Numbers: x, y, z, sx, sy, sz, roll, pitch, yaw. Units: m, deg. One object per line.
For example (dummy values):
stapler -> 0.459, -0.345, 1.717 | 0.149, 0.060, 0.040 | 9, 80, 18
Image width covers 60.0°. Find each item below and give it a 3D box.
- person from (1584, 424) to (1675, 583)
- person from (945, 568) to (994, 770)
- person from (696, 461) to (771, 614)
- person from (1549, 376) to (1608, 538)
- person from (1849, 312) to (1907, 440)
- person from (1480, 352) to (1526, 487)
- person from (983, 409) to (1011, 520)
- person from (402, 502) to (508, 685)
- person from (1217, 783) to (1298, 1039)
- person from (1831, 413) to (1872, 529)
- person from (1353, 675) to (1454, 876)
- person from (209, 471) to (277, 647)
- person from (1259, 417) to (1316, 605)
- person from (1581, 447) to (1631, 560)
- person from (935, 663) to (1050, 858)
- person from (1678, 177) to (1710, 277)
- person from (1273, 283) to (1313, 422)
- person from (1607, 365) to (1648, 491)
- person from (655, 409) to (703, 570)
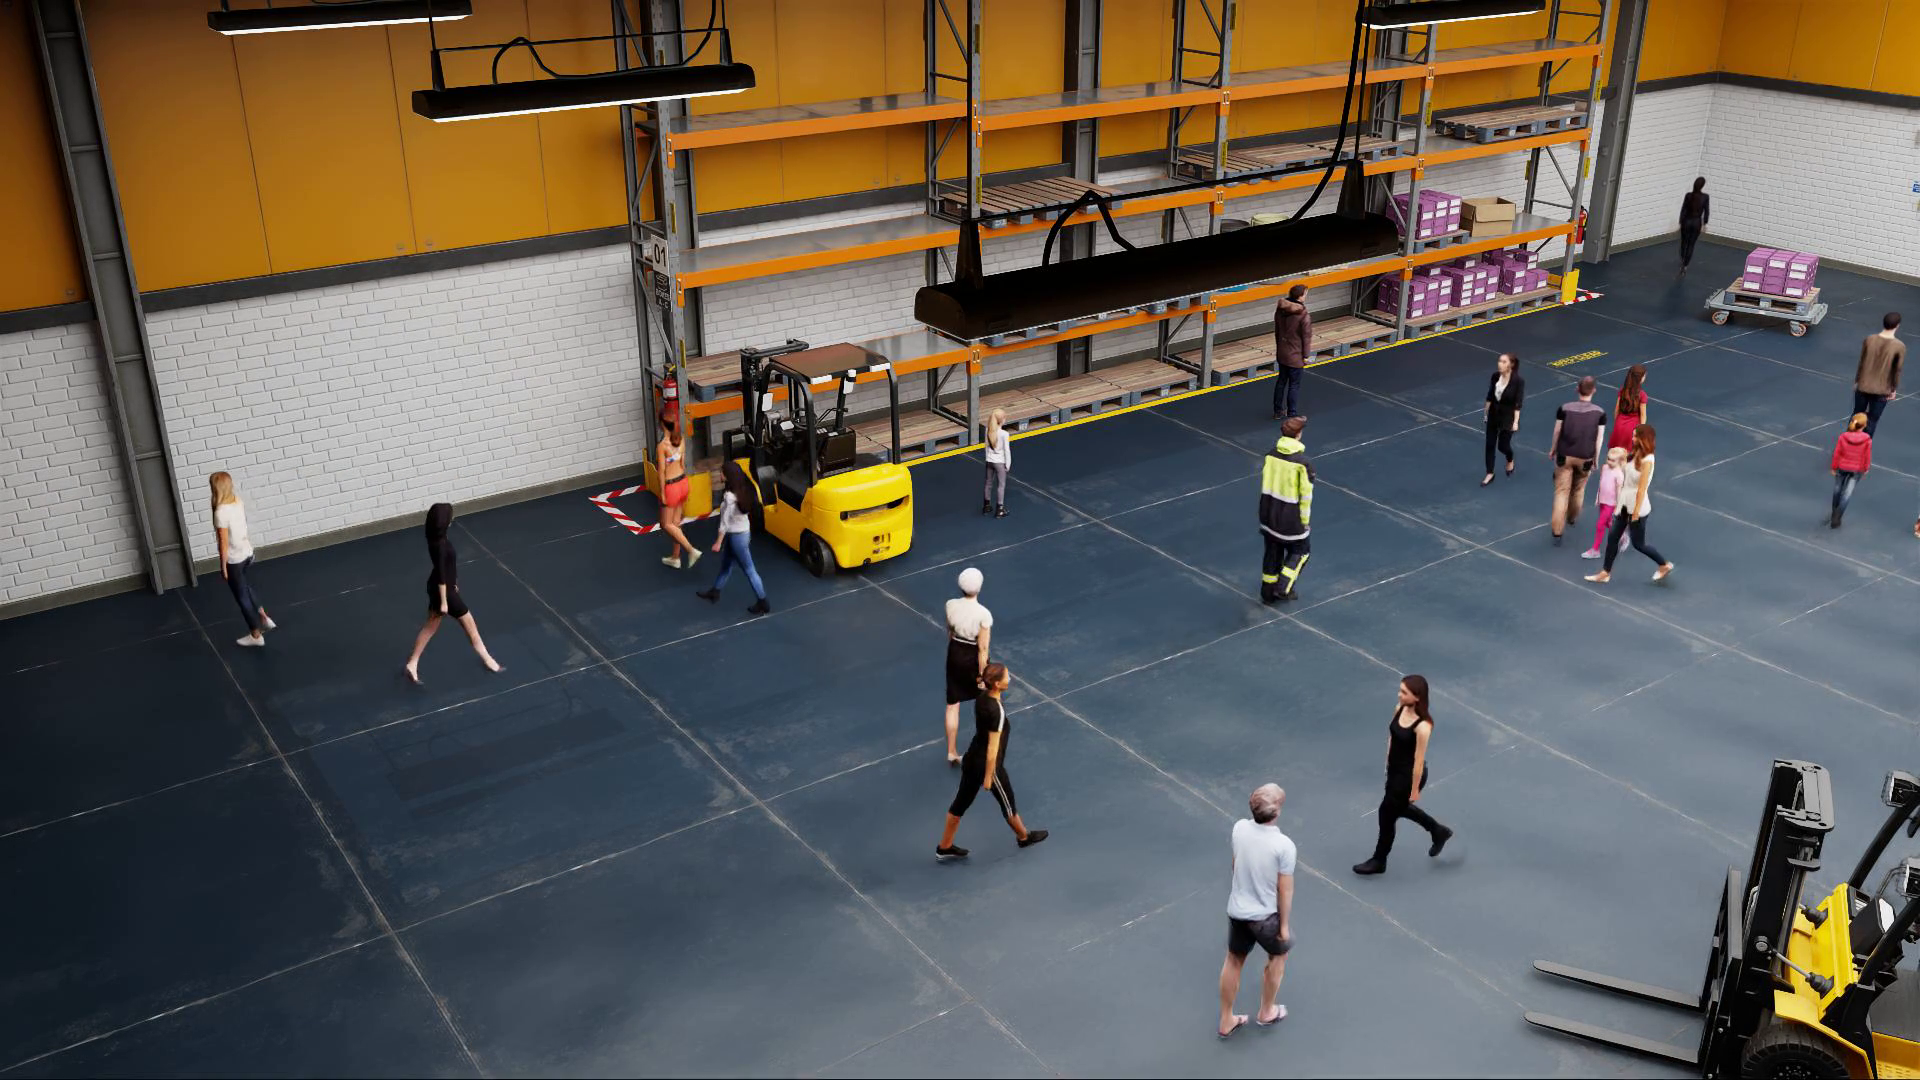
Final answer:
person -> 6.997, -0.322, 17.005 | 1.169, 1.750, 1.019 | 0, 24, 1
person -> 0.018, 1.105, 13.784 | 0.932, 1.715, 1.151 | 12, 26, 26
person -> -2.109, 0.005, 16.448 | 1.087, 1.597, 0.967 | 1, 24, 2
person -> 6.711, -0.871, 18.199 | 1.120, 1.800, 1.279 | 8, 25, 18
person -> 11.151, -1.855, 20.356 | 0.722, 1.875, 0.703 | -22, 32, -40
person -> 6.456, -1.430, 19.665 | 0.722, 1.649, 0.643 | -19, 30, -36
person -> 0.398, -0.880, 18.871 | 0.547, 1.277, 0.566 | 16, 28, 32
person -> -4.763, 0.543, 15.027 | 1.189, 1.749, 0.731 | -10, 26, -22
person -> 1.835, 2.428, 10.636 | 0.766, 1.812, 0.833 | 20, 31, 38
person -> 9.920, -0.759, 18.573 | 0.651, 1.293, 0.862 | 18, 29, 35
person -> 3.377, 1.757, 12.352 | 1.101, 1.667, 0.866 | -4, 24, -10
person -> -6.757, 0.188, 15.778 | 0.815, 1.799, 0.765 | 1, 24, 3
person -> 3.190, -0.255, 16.579 | 0.742, 1.968, 0.819 | -20, 31, -38
person -> 7.005, -0.408, 17.821 | 0.897, 1.254, 0.697 | -7, 24, -15
person -> 0.116, 1.712, 12.521 | 1.189, 1.614, 0.794 | -8, 25, -17
person -> 12.588, -5.361, 28.639 | 0.878, 1.665, 1.113 | 13, 27, 27
person -> 4.334, -2.453, 21.757 | 0.631, 1.847, 0.736 | -15, 28, -31
person -> 7.833, -1.310, 19.511 | 0.622, 1.553, 0.561 | -19, 30, -37
person -> -2.932, -0.492, 17.361 | 0.817, 1.776, 0.877 | 15, 28, 31
